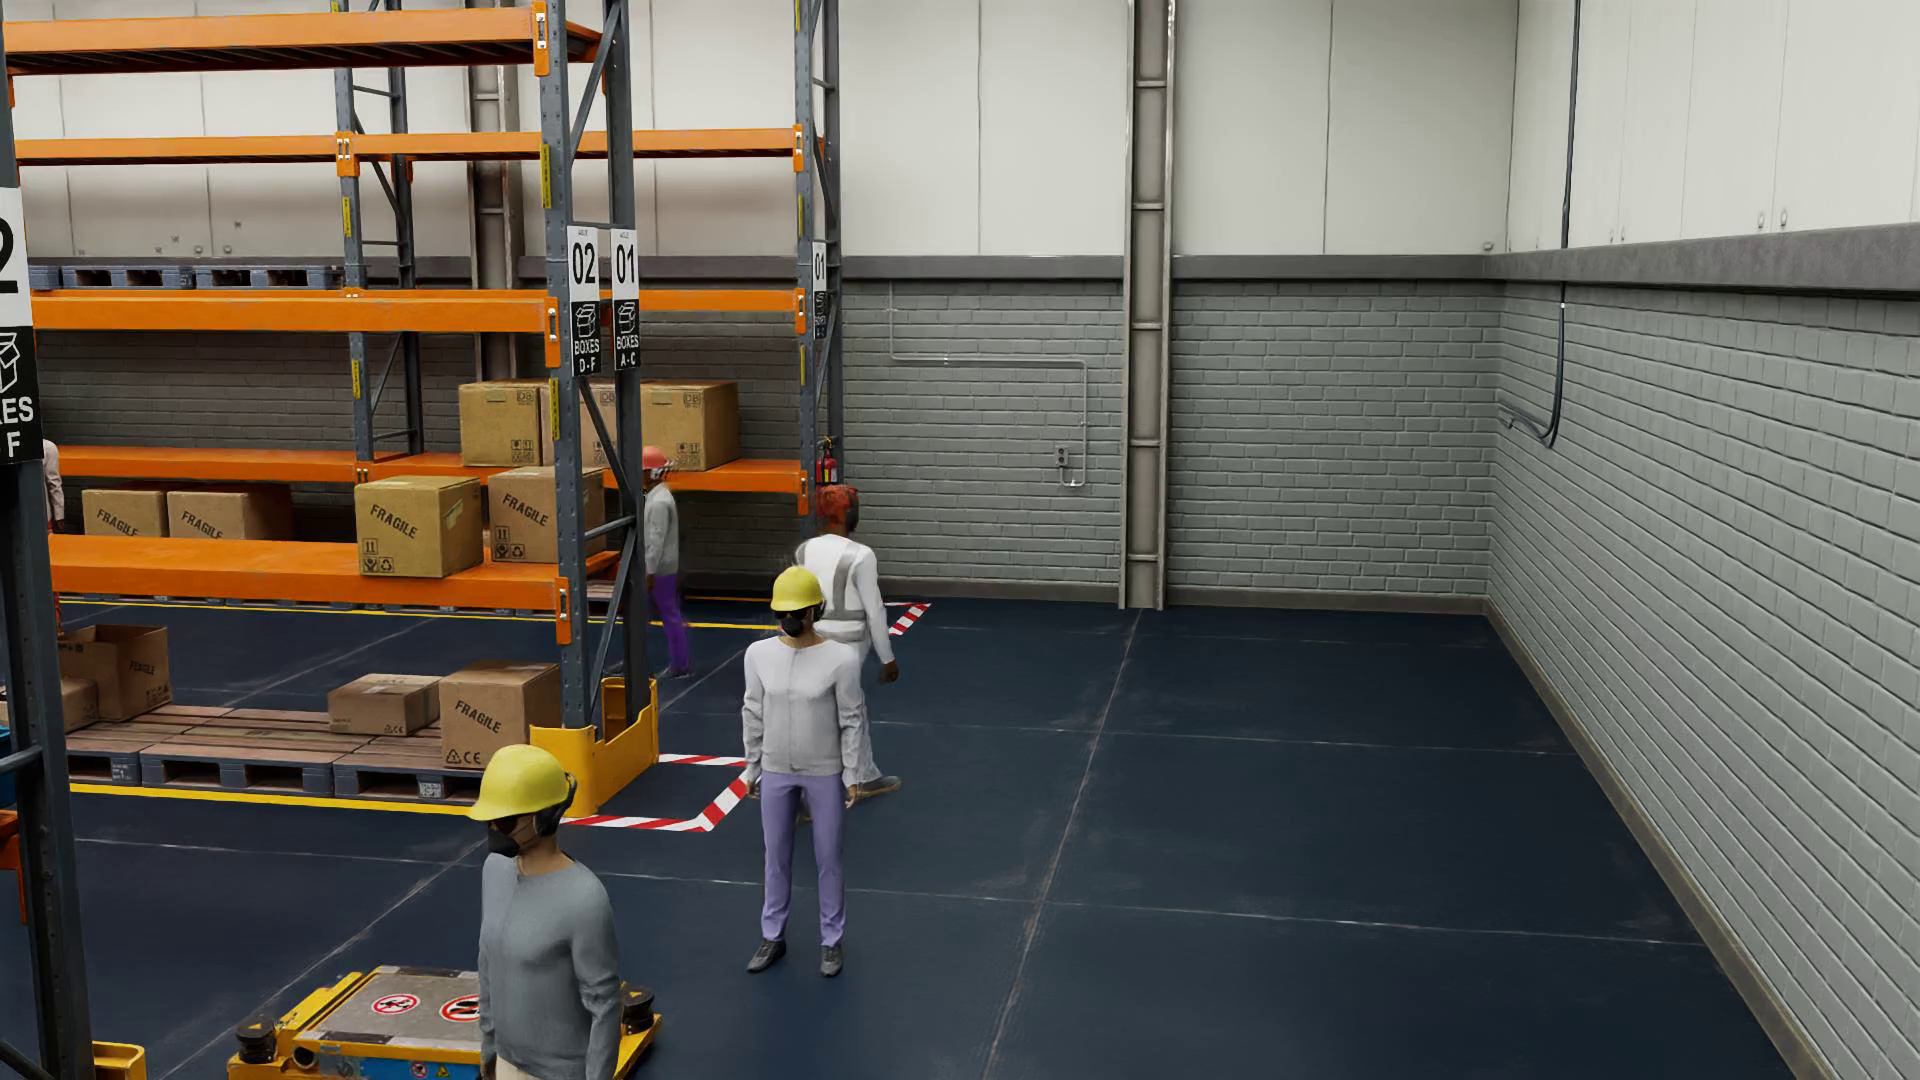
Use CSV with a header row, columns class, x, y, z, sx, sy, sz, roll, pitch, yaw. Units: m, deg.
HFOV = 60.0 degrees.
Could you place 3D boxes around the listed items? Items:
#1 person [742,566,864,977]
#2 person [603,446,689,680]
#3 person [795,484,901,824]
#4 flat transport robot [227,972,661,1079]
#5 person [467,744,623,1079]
class,x,y,z,sx,sy,sz,roll,pitch,yaw
person,-0.670,0.980,7.050,0.526,1.768,0.330,2,9,11
person,-2.325,0.180,12.120,0.705,1.726,0.590,-3,10,-21
person,-0.701,0.611,9.147,0.976,1.843,0.580,-9,12,-43
flat transport robot,-1.920,1.852,6.269,1.431,0.197,0.652,1,9,8
person,-1.122,1.401,4.448,0.533,1.767,0.325,8,12,39
